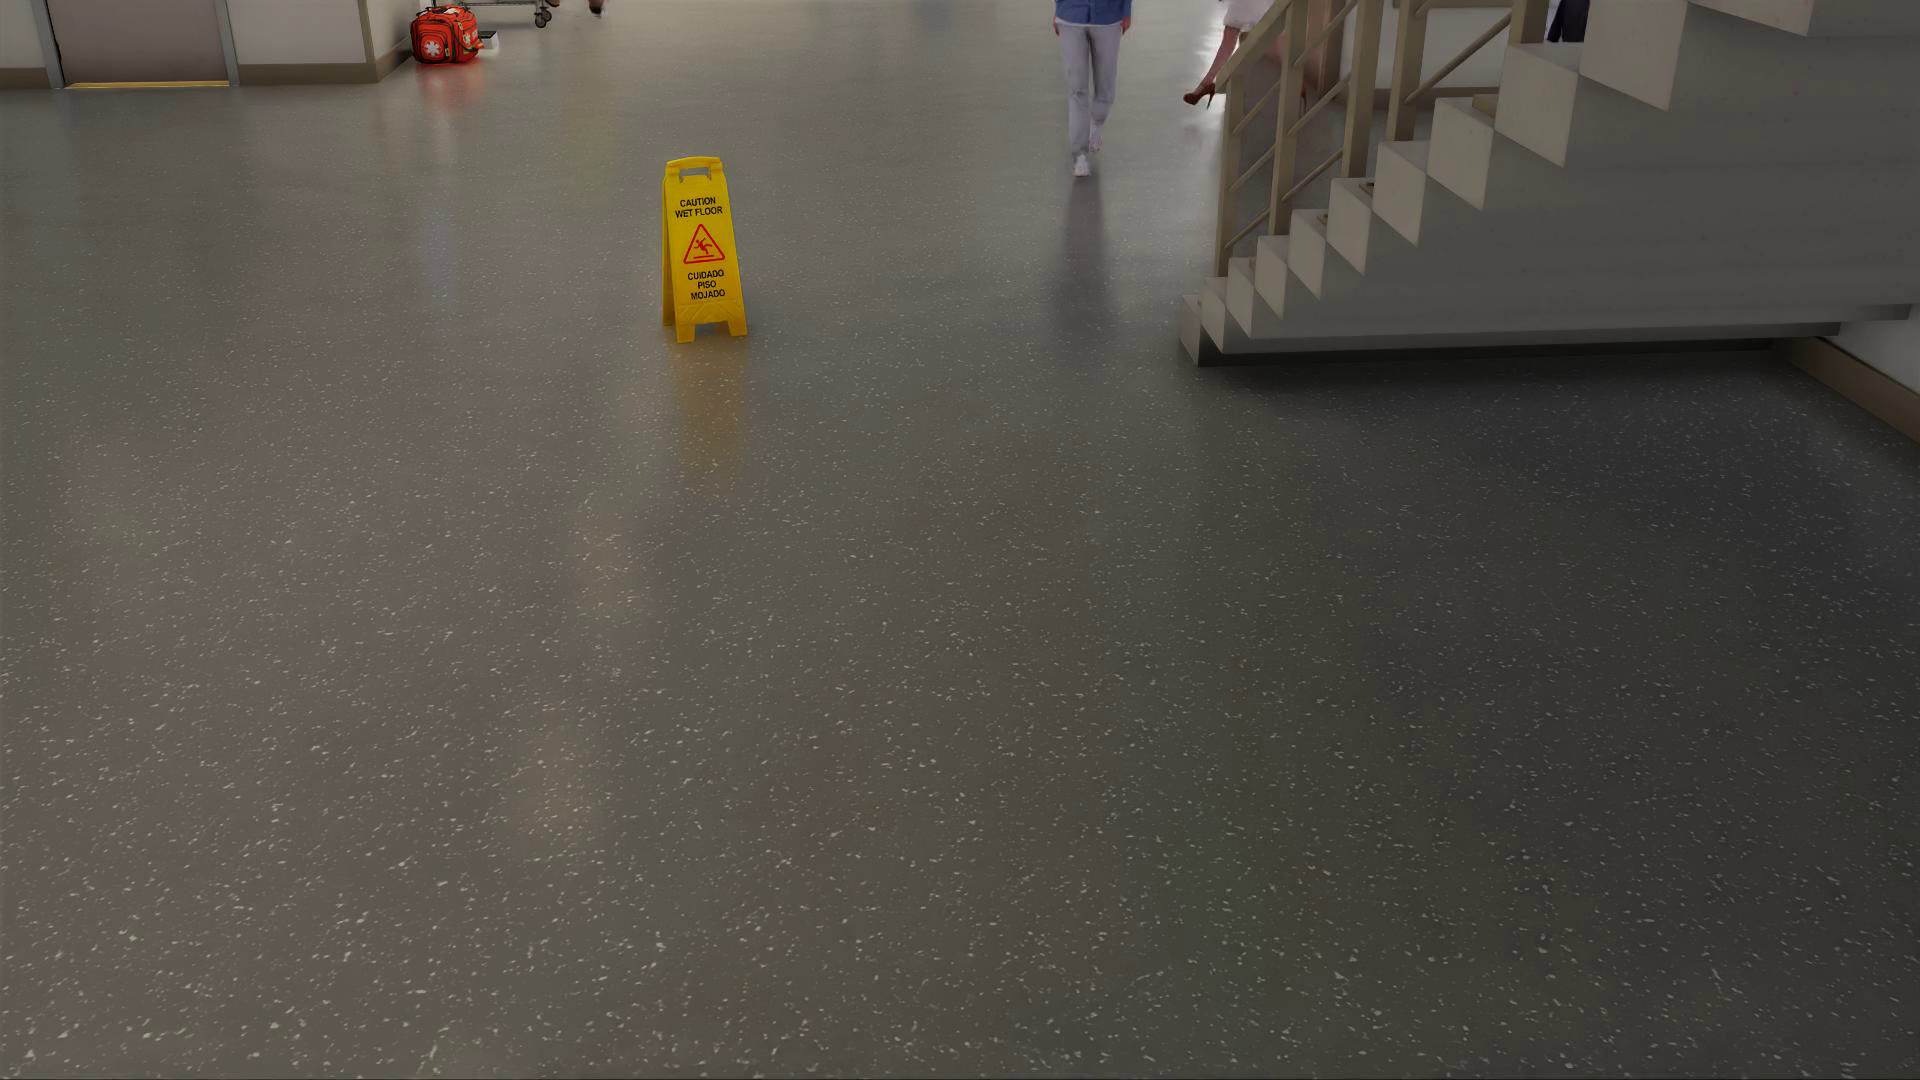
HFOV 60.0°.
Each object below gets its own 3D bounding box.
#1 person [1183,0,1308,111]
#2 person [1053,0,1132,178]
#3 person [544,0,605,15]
[{"bbox_3d":[2.127,-3.754,11.379,0.869,1.743,1.091,5,26,10],"label":"person"},{"bbox_3d":[0.785,-3.173,10.024,0.709,1.872,0.983,0,26,1],"label":"person"},{"bbox_3d":[-3.684,-5.861,15.707,1.160,1.778,1.288,-18,31,-32],"label":"person"}]
